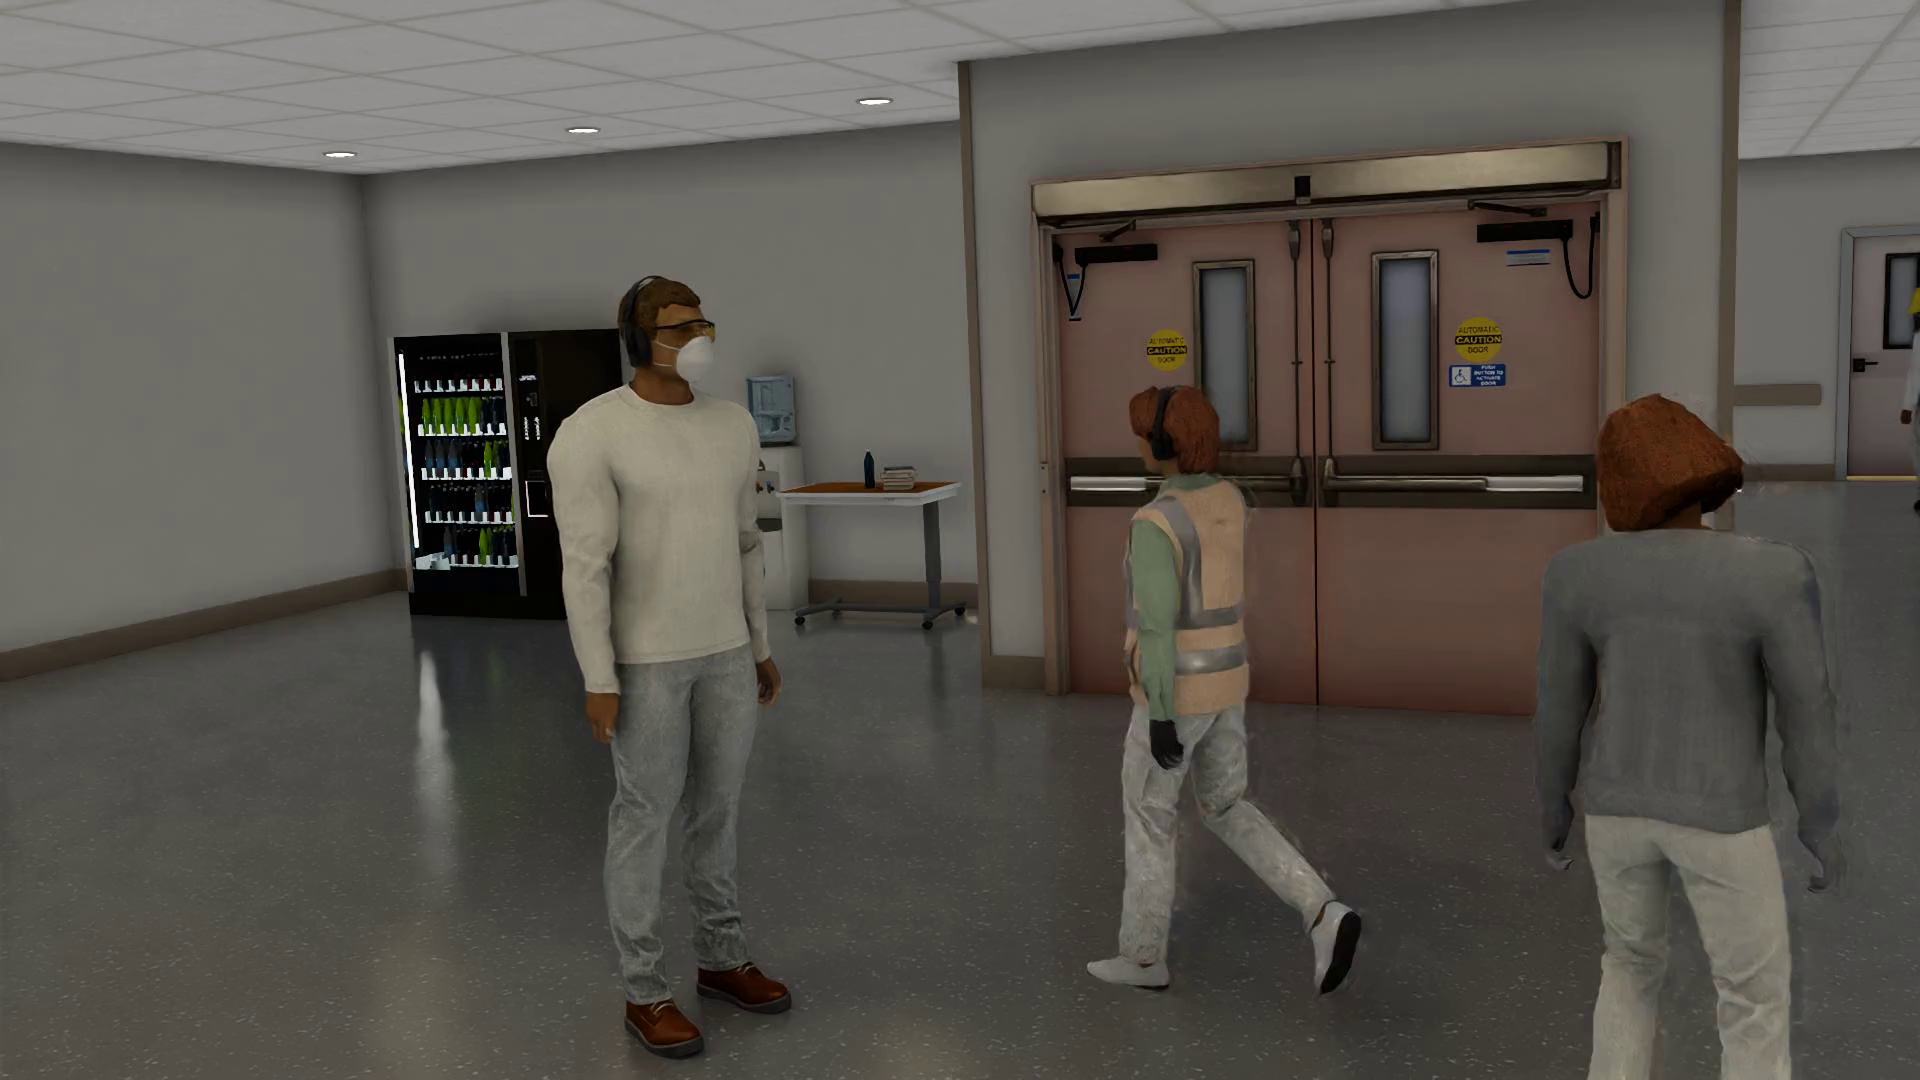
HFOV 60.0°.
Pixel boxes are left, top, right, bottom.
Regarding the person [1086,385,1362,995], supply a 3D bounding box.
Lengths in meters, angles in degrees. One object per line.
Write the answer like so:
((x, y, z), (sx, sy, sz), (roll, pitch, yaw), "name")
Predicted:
((0.642, 0.405, 4.276), (0.684, 1.618, 0.521), (4, 10, 40), "person")

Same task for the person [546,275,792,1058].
((-0.715, 0.305, 4.244), (0.370, 1.940, 0.631), (4, 10, 40), "person")

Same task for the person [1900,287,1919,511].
((7.645, -1.087, 12.987), (0.605, 1.793, 0.422), (-5, 8, -21), "person")

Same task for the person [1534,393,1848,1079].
((1.396, 0.535, 3.086), (0.336, 1.605, 0.664), (-9, 10, -41), "person")
